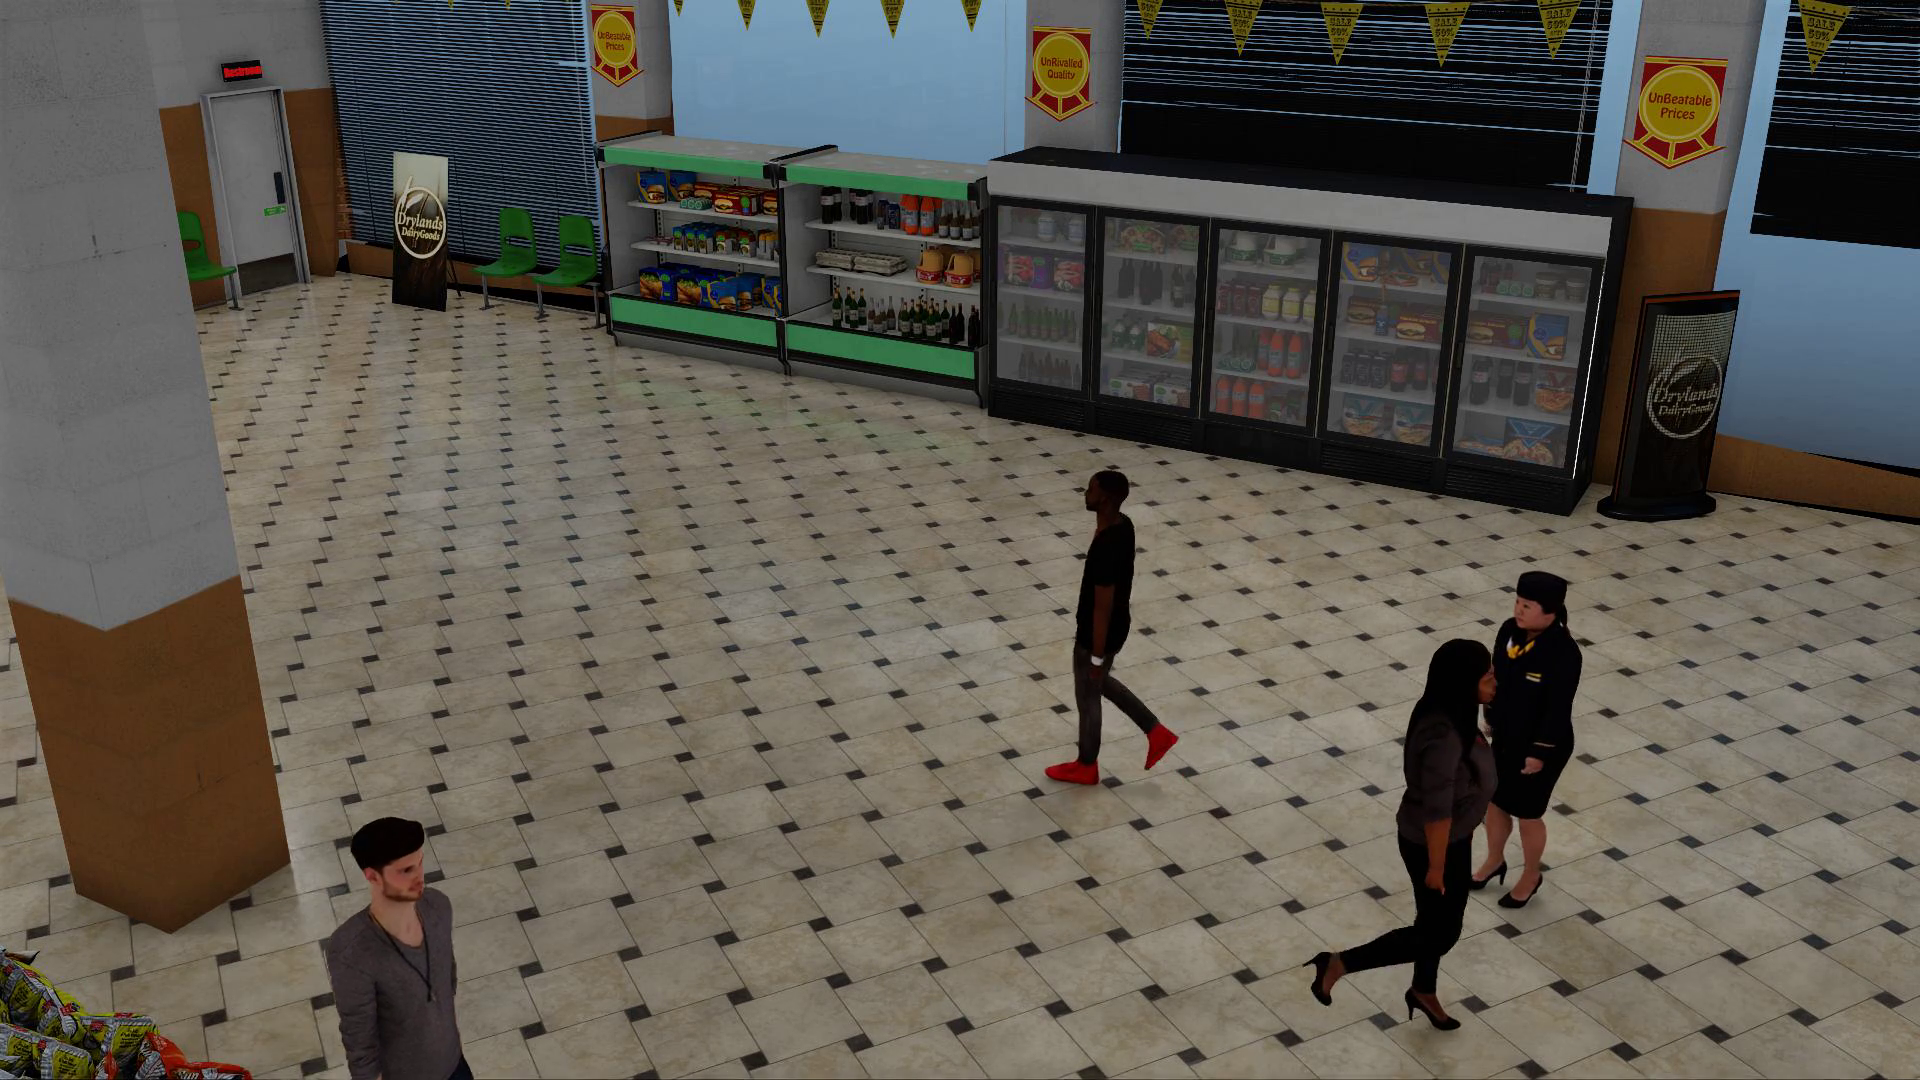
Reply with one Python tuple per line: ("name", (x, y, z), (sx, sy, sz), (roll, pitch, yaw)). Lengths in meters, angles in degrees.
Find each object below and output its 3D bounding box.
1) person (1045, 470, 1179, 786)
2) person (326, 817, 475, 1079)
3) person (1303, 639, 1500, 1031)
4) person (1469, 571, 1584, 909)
("person", (0.833, 0.490, 8.686), (0.993, 1.793, 0.772), (7, 23, 17))
("person", (-1.874, 1.753, 5.440), (1.168, 1.870, 0.681), (12, 25, 27))
("person", (1.831, 1.242, 6.776), (0.992, 1.822, 0.803), (5, 22, 13))
("person", (2.673, 0.943, 7.726), (0.870, 1.669, 0.788), (-8, 23, -19))
